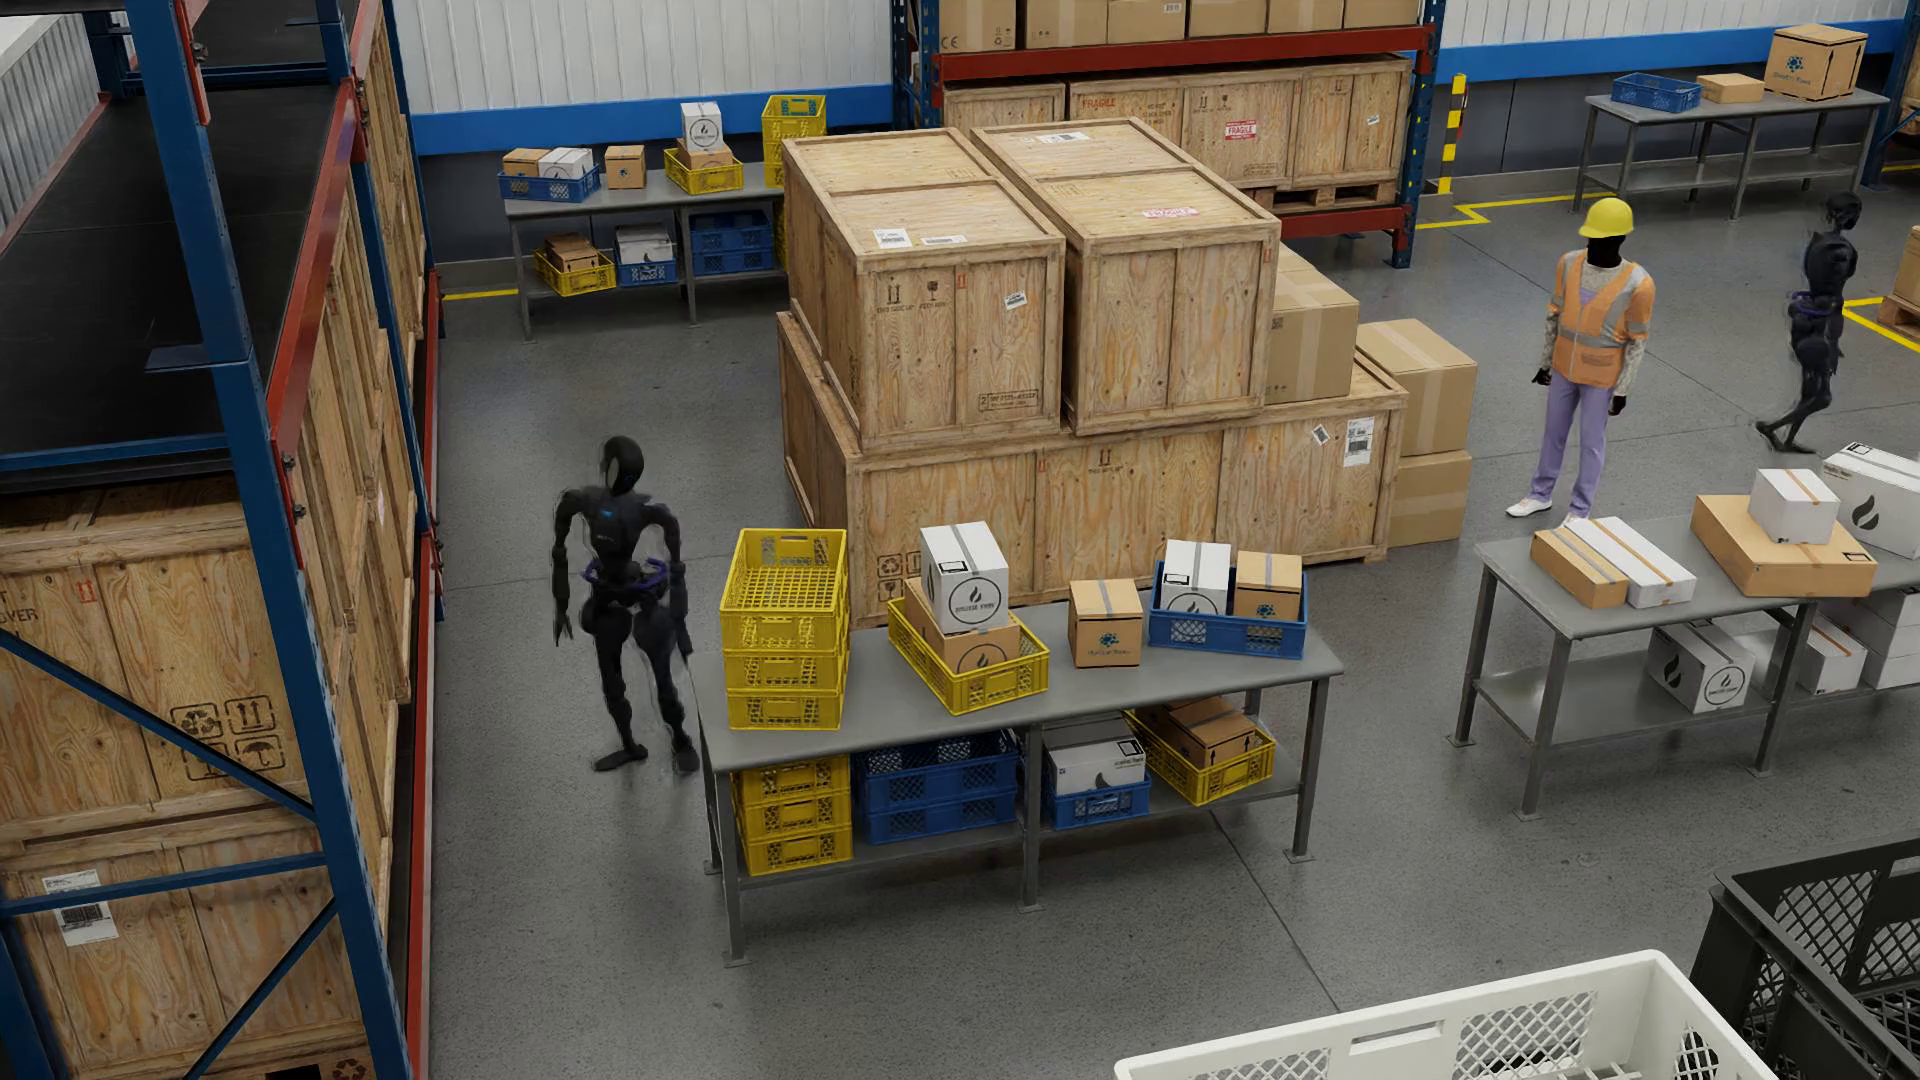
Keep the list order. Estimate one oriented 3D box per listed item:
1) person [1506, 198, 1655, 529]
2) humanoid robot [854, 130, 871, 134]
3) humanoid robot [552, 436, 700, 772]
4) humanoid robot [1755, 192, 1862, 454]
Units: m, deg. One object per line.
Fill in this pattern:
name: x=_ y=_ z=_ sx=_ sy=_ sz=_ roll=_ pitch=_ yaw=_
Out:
person: x=3.412 y=-0.931 z=9.088 sx=0.385 sy=1.927 sz=0.587 roll=-19 pitch=34 yaw=-31
humanoid robot: x=-0.621 y=-1.932 z=11.163 sx=0.337 sy=1.651 sz=0.569 roll=23 pitch=36 yaw=35
humanoid robot: x=-1.437 y=0.294 z=7.124 sx=0.645 sy=1.637 sz=0.403 roll=7 pitch=30 yaw=13
humanoid robot: x=5.141 y=-1.266 z=9.971 sx=0.350 sy=1.647 sz=0.605 roll=9 pitch=30 yaw=15
